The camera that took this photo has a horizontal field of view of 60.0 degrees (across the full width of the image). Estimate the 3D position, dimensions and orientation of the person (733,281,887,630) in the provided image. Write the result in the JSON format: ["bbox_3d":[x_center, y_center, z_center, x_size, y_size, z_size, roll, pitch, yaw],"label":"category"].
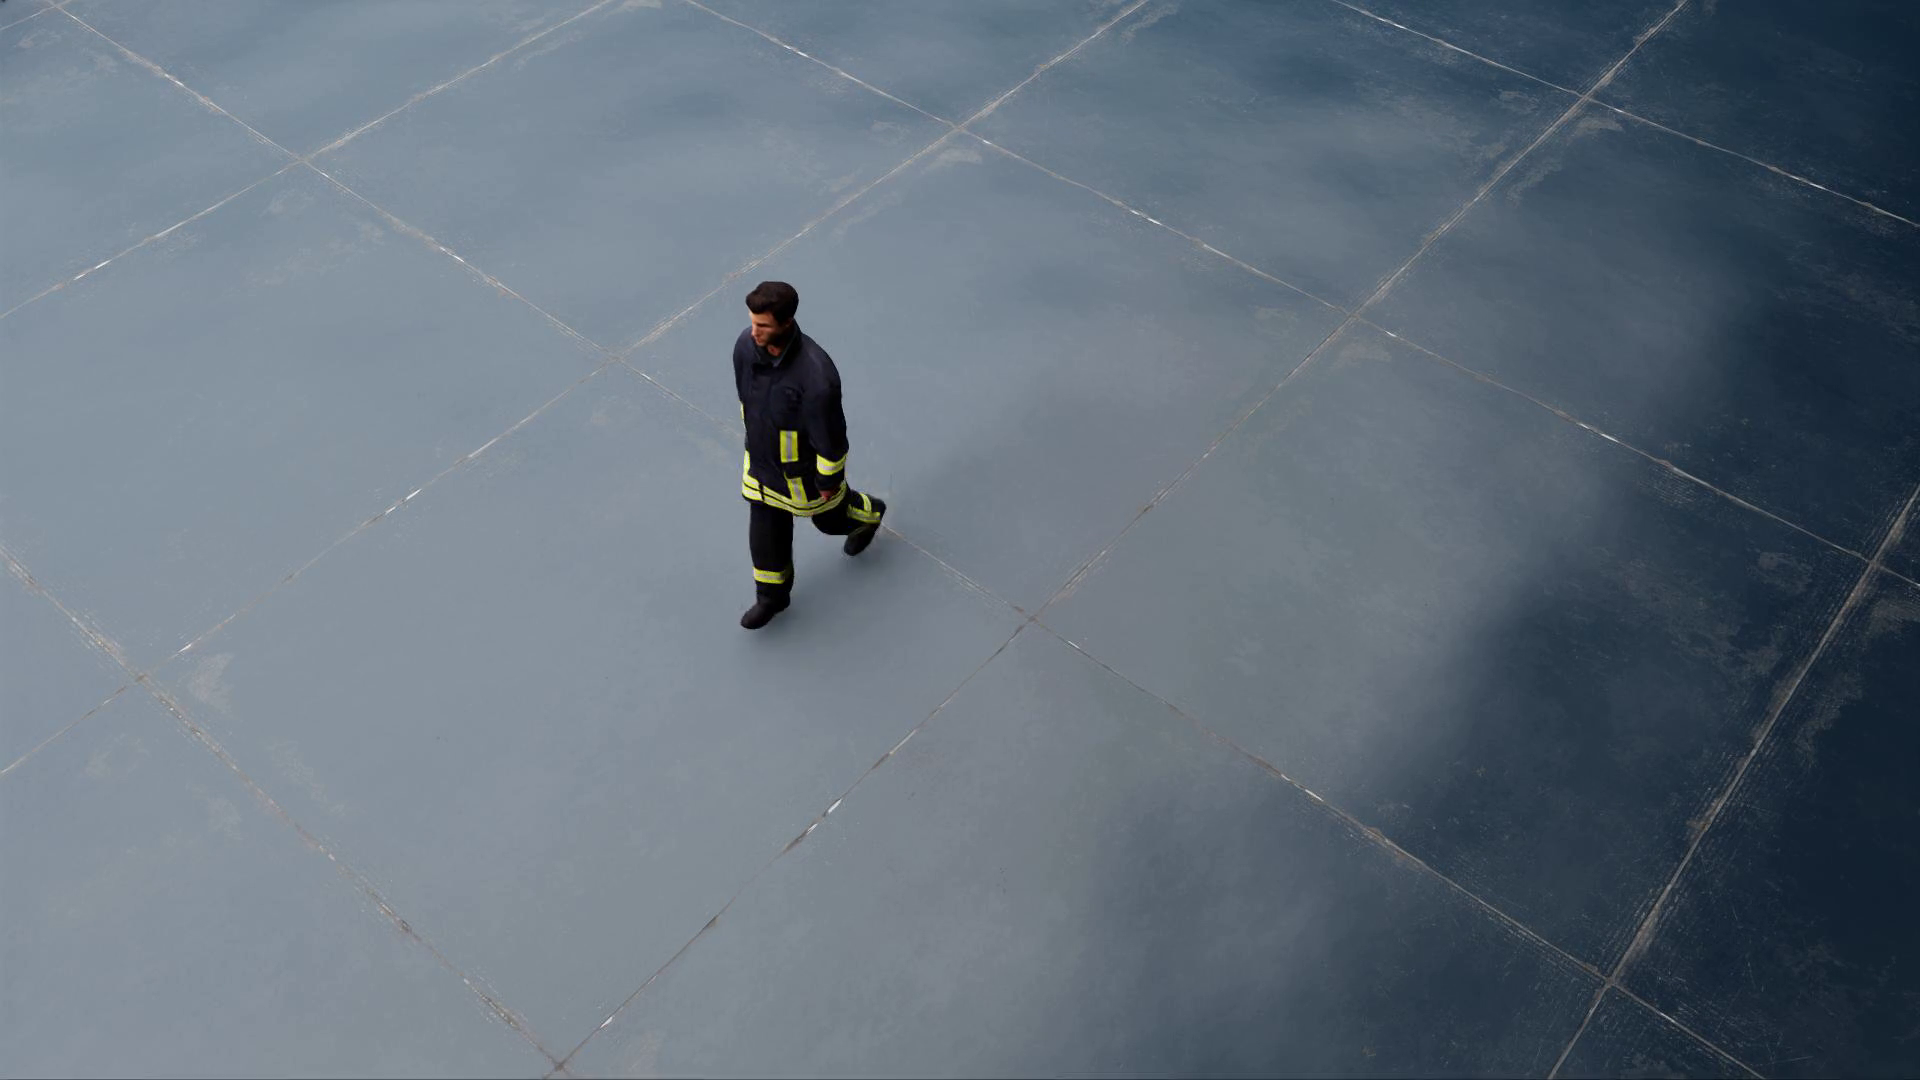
[{"bbox_3d":[-0.694,-0.446,7.565,0.812,1.899,1.178,29,53,24],"label":"person"}]
